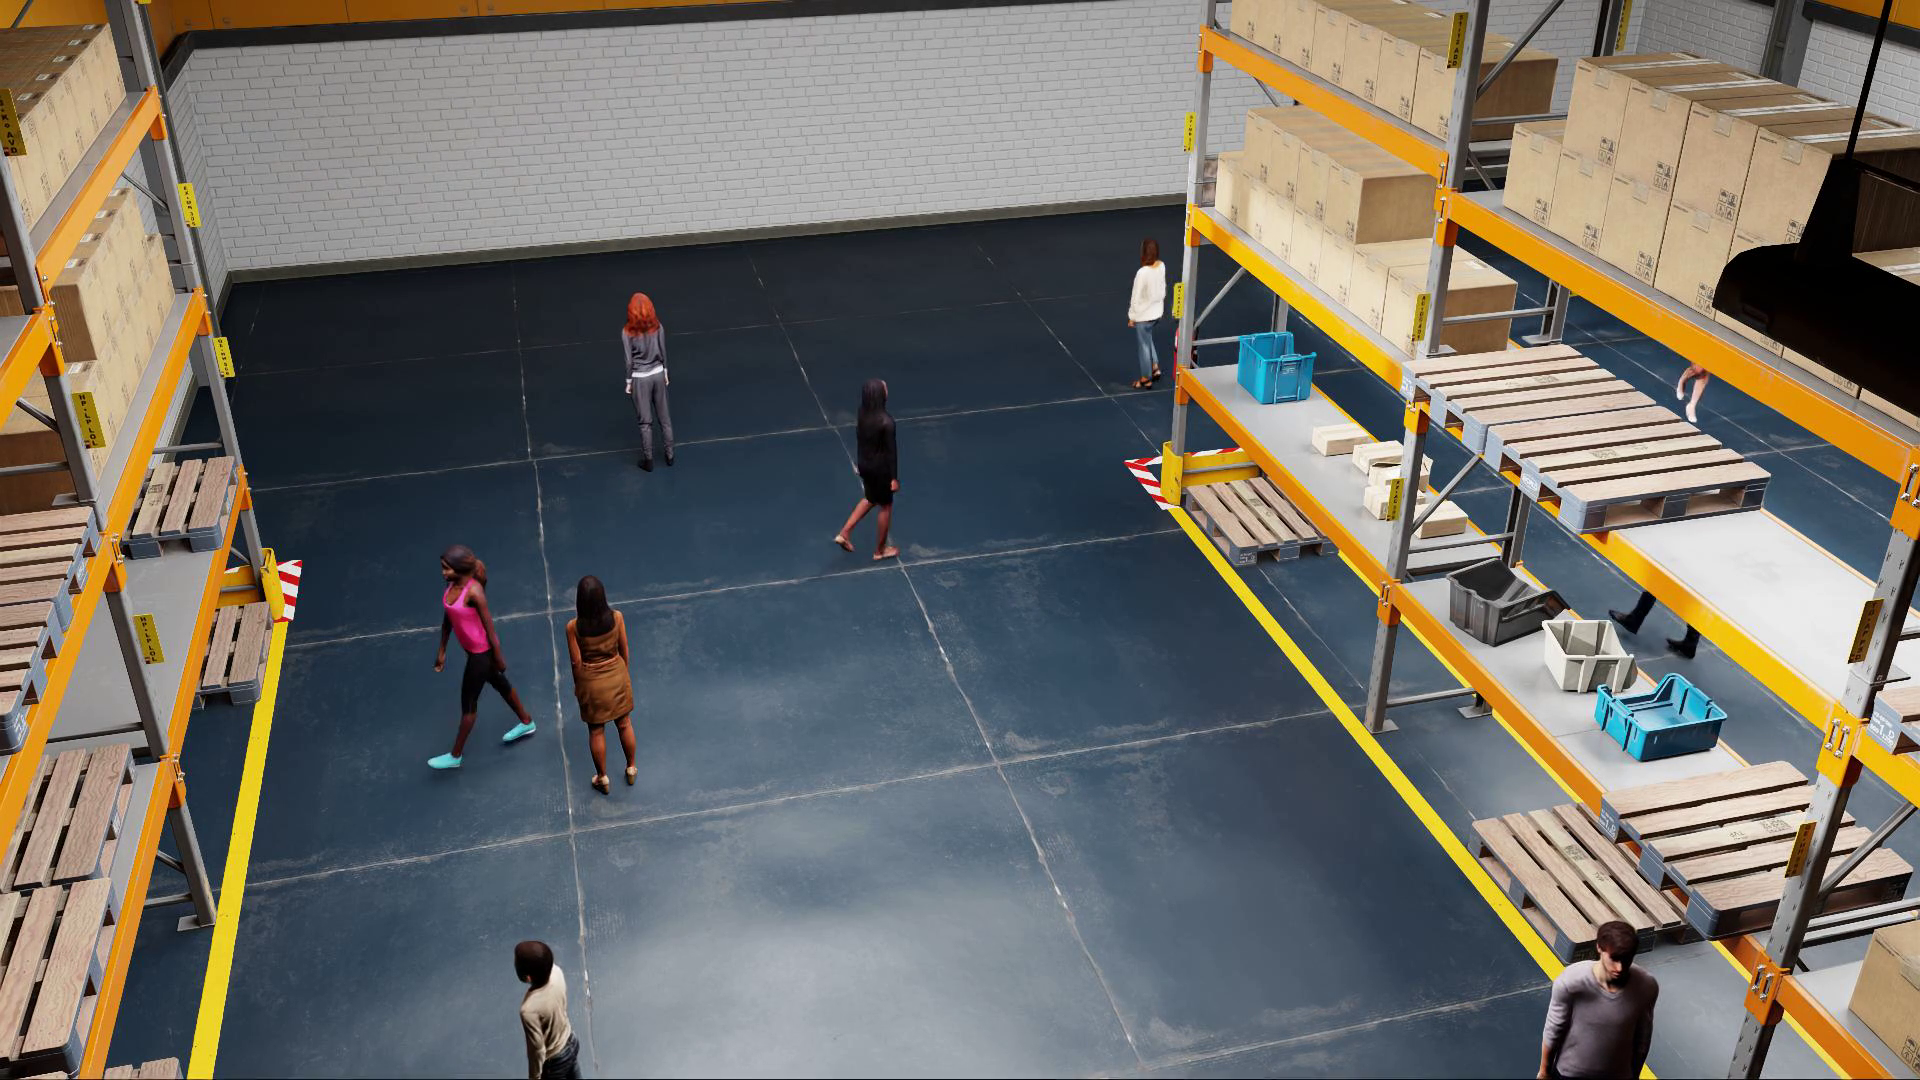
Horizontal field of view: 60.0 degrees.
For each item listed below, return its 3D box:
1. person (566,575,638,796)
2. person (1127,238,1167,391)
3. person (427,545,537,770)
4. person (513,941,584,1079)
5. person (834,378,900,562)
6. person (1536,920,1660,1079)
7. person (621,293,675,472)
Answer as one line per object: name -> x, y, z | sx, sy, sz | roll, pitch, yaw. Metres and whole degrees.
person -> -2.436, 0.981, 11.345 | 0.609, 1.690, 0.585 | -16, 32, -26
person -> 2.040, -2.344, 17.456 | 0.779, 1.676, 0.748 | 25, 37, 38
person -> -3.318, 0.760, 11.766 | 0.899, 1.676, 1.077 | -22, 35, -34
person -> -2.088, 2.633, 8.552 | 0.691, 1.465, 0.582 | 5, 29, 10
person -> -0.777, -0.556, 14.148 | 0.856, 1.706, 0.873 | -20, 34, -32
person -> 3.118, 2.599, 8.221 | 0.716, 1.841, 0.657 | 2, 29, 4
person -> -2.969, -1.507, 15.814 | 0.629, 1.779, 0.583 | -15, 32, -26
